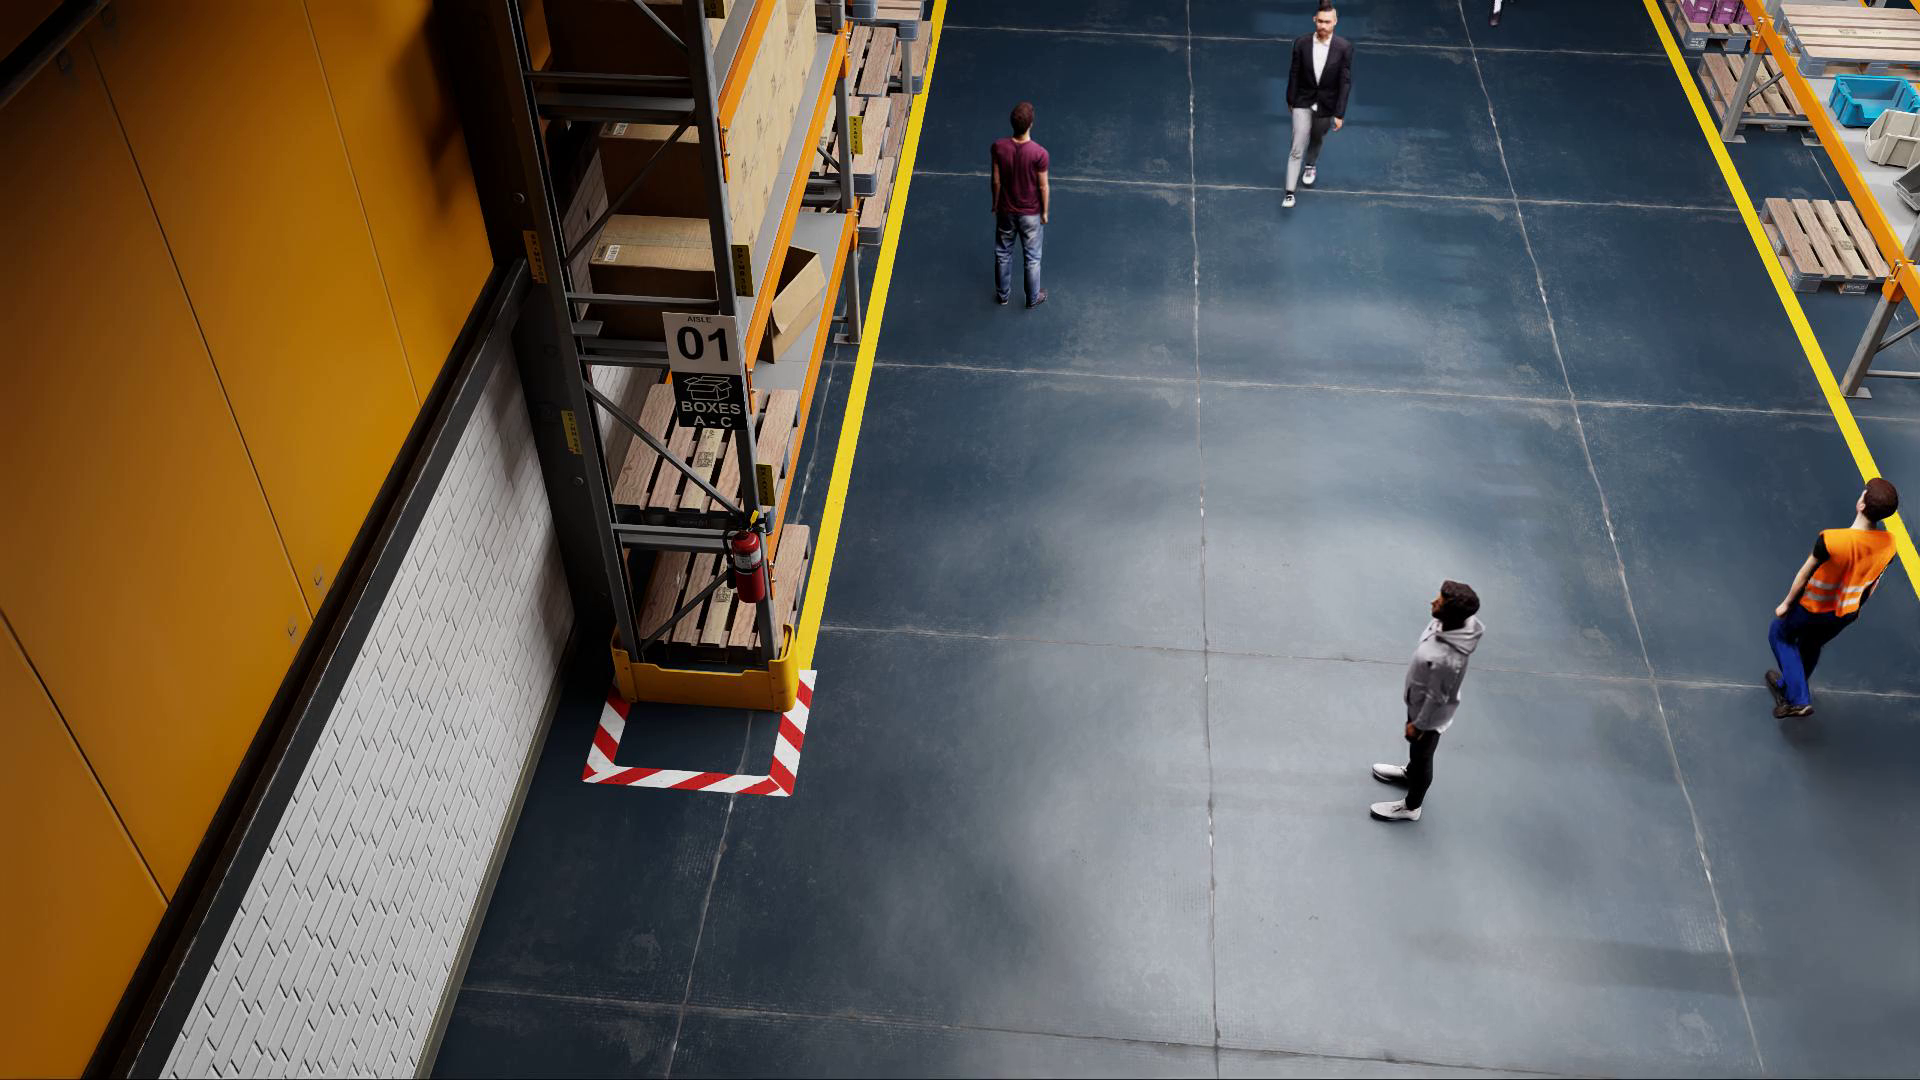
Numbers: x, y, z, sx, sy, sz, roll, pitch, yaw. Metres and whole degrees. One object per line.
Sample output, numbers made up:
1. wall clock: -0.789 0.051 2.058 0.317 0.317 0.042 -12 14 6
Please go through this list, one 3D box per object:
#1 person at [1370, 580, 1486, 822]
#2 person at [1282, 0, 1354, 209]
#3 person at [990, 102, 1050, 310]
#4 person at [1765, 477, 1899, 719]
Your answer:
1. person: 2.792 0.946 9.813 0.775 1.929 0.584 10 45 11
2. person: 3.242 -4.002 15.033 0.870 1.892 1.288 11 45 11
3. person: 0.493 -2.753 13.750 0.704 1.853 0.642 14 45 14
4. person: 5.431 0.454 10.369 0.742 1.873 0.856 -2 44 -2
